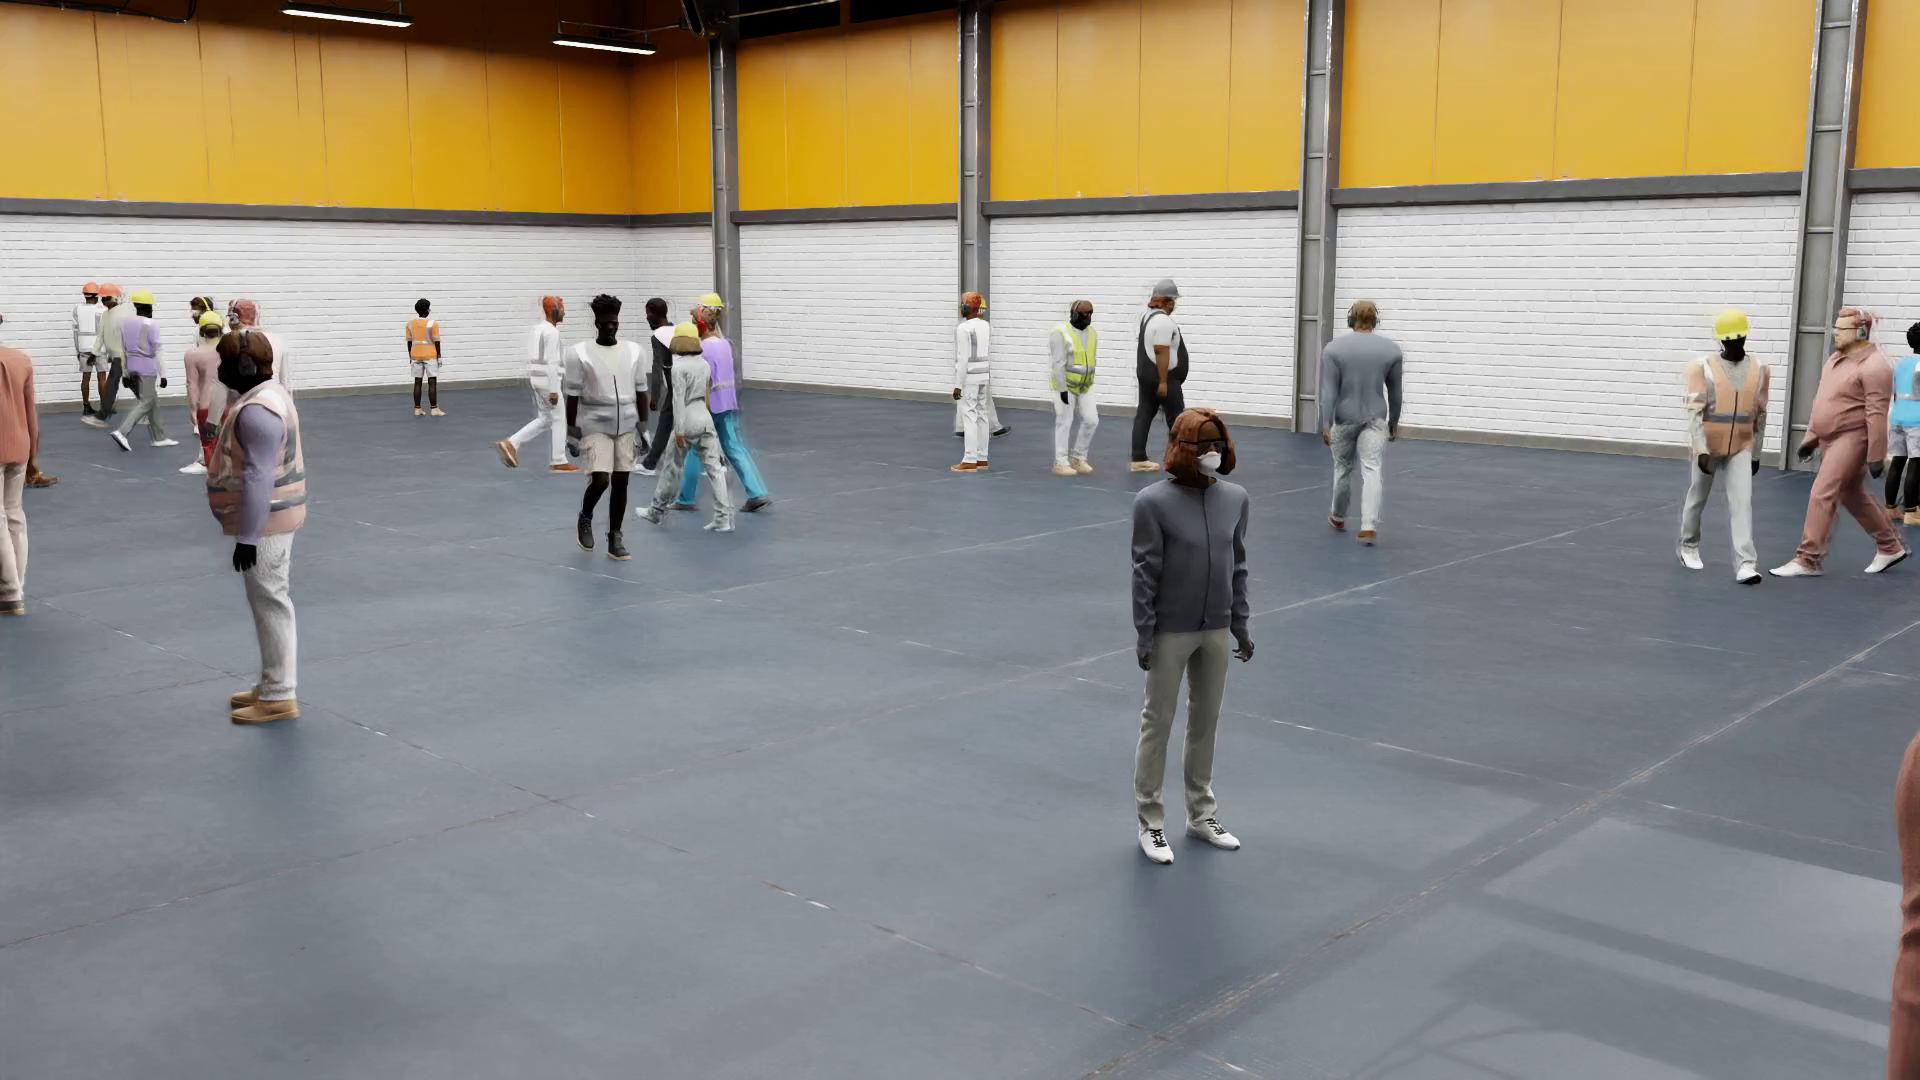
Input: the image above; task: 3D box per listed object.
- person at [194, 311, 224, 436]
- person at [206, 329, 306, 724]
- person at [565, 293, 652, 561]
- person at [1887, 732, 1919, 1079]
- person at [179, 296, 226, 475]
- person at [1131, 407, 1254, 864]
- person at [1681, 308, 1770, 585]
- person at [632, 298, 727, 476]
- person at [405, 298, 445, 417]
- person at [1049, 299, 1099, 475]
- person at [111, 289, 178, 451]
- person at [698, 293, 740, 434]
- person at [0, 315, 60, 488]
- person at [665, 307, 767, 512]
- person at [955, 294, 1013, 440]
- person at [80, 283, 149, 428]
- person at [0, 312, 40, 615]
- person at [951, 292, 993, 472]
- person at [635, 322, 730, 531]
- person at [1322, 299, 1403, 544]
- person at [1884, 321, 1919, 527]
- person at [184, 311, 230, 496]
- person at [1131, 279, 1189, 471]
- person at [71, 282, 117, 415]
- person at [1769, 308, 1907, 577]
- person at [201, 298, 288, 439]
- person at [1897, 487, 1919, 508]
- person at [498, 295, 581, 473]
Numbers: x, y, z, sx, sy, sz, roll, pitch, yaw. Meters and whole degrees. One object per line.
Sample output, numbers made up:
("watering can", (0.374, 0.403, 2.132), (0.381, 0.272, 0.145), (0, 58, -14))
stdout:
("person", (-9.555, -2.135, 21.298), (0.502, 1.589, 0.873), (2, 9, 13))
("person", (-3.303, -0.066, 7.838), (0.429, 1.843, 0.639), (-3, 10, -20))
("person", (-2.567, -0.818, 12.133), (0.603, 1.944, 0.499), (-6, 11, -34))
("person", (1.520, 0.828, 2.148), (0.652, 1.906, 0.403), (-1, 9, -9))
("person", (-7.819, -1.599, 17.257), (0.869, 1.826, 0.577), (-7, 12, -36))
("person", (0.840, 0.335, 6.003), (0.499, 1.634, 0.280), (-5, 10, -27))
("person", (5.243, -0.654, 11.419), (0.585, 1.859, 1.067), (1, 9, 3))
("person", (-2.880, -1.543, 16.945), (1.083, 1.834, 0.597), (1, 9, 8))
("person", (-7.663, -2.604, 23.827), (0.541, 1.696, 0.315), (2, 10, 14))
("person", (1.175, -1.555, 17.063), (0.632, 1.816, 0.475), (-6, 11, -35))
("person", (-9.649, -2.000, 19.551), (0.598, 1.897, 0.901), (5, 10, 26))
("person", (-3.117, -2.240, 21.269), (0.710, 1.807, 0.607), (-5, 10, -26))
("person", (-9.307, -1.398, 15.892), (1.039, 1.885, 0.654), (-2, 9, -10))
("person", (-2.121, -1.119, 14.457), (0.962, 1.807, 0.570), (4, 10, 25))
("person", (0.253, -2.144, 20.673), (0.752, 1.799, 0.622), (-5, 11, -30))
("person", (-11.340, -2.482, 22.383), (0.598, 1.933, 1.075), (8, 12, 42))
("person", (-5.954, -0.522, 10.192), (0.430, 1.995, 0.618), (2, 9, 12))
("person", (0.120, -1.649, 17.412), (0.355, 1.882, 0.575), (6, 11, 31))
("person", (-2.236, -0.918, 13.517), (0.945, 1.681, 0.493), (6, 11, 31))
("person", (3.140, -0.937, 13.052), (0.654, 1.882, 1.038), (0, 9, 2))
("person", (7.872, -0.954, 13.715), (0.318, 1.697, 0.533), (-1, 9, -4))
("person", (-6.775, -1.220, 15.229), (0.530, 1.739, 0.748), (-7, 12, -37))
("person", (2.225, -1.722, 17.370), (0.935, 2.000, 0.703), (-2, 10, -13))
("person", (-12.569, -2.772, 24.161), (0.541, 1.929, 0.383), (0, 9, -1))
("person", (6.138, -0.666, 11.449), (0.974, 1.864, 0.640), (1, 9, 5))
("person", (-5.770, -0.985, 13.330), (0.801, 1.876, 0.666), (2, 9, 11))
("person", (8.649, -1.152, 14.392), (1.037, 1.894, 0.542), (0, 9, -2))
("person", (-4.377, -1.601, 17.222), (0.740, 1.862, 0.577), (-5, 11, -28))
